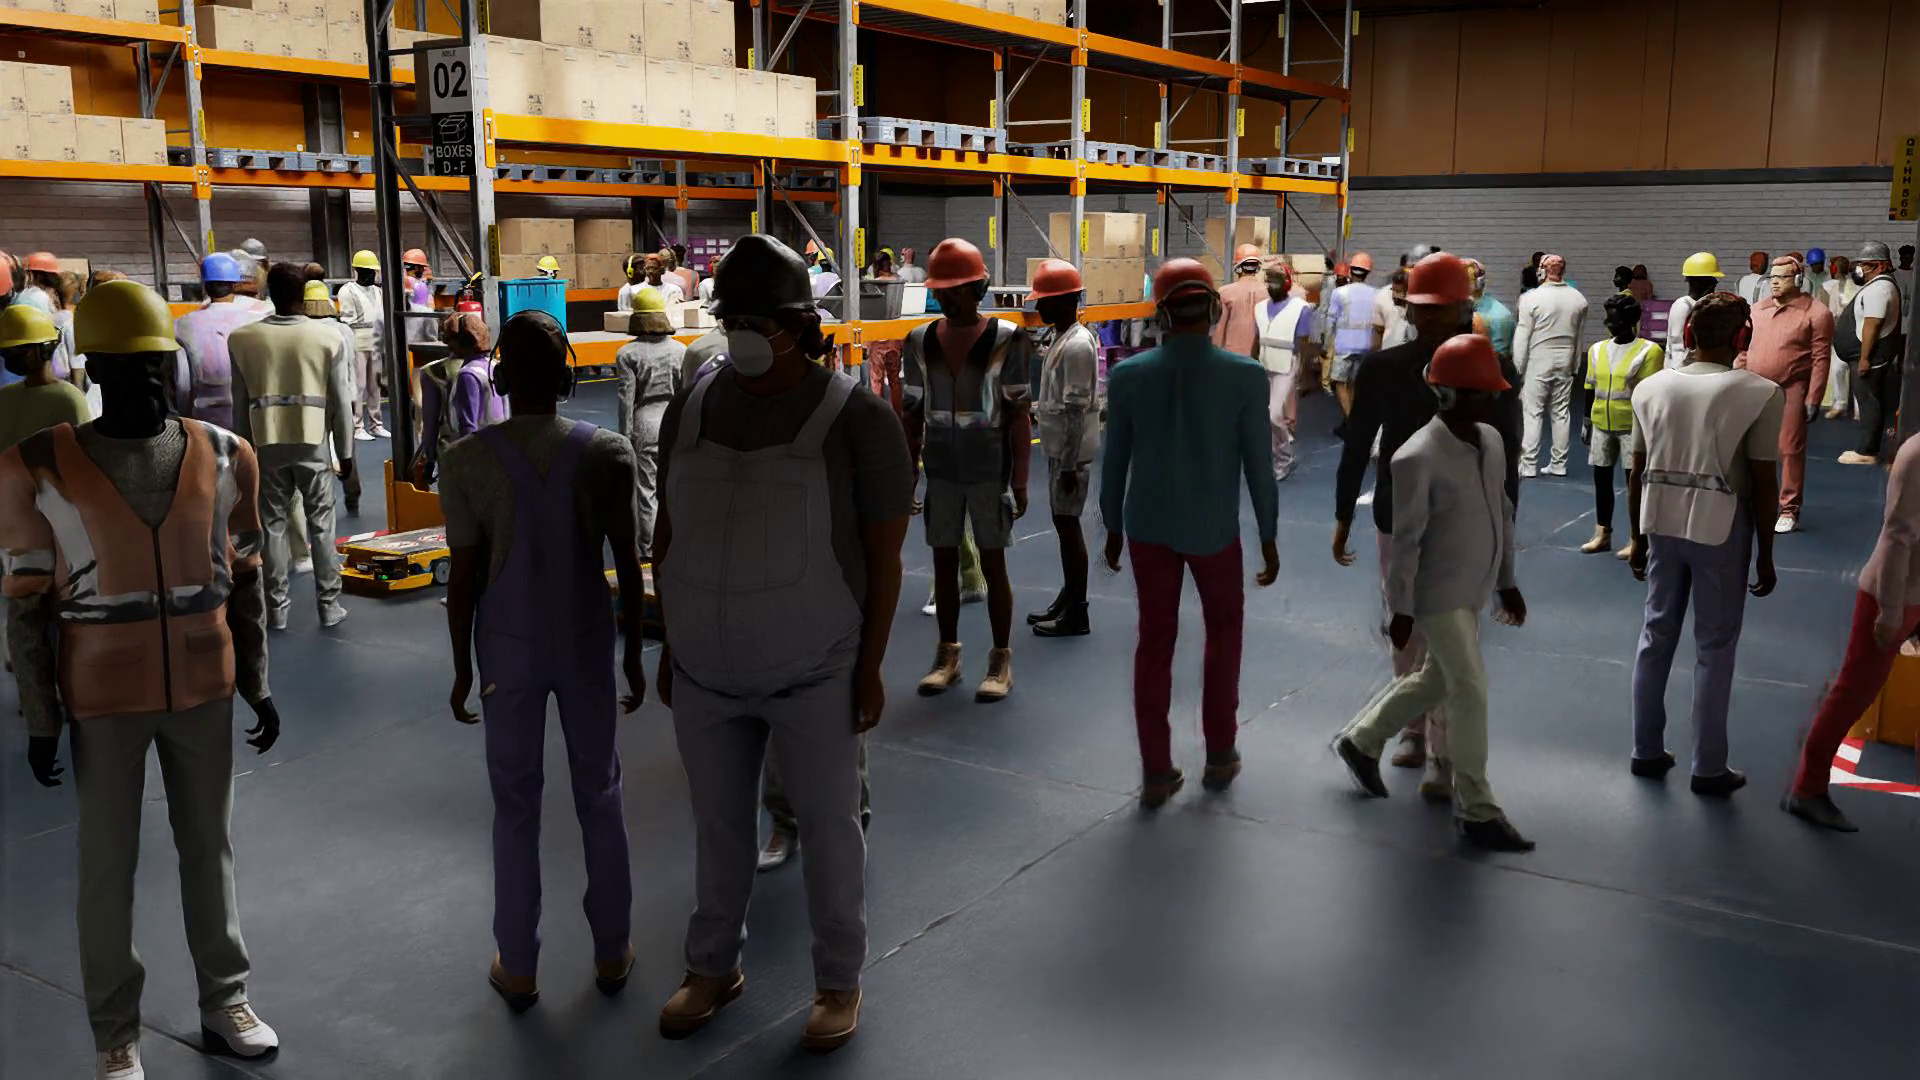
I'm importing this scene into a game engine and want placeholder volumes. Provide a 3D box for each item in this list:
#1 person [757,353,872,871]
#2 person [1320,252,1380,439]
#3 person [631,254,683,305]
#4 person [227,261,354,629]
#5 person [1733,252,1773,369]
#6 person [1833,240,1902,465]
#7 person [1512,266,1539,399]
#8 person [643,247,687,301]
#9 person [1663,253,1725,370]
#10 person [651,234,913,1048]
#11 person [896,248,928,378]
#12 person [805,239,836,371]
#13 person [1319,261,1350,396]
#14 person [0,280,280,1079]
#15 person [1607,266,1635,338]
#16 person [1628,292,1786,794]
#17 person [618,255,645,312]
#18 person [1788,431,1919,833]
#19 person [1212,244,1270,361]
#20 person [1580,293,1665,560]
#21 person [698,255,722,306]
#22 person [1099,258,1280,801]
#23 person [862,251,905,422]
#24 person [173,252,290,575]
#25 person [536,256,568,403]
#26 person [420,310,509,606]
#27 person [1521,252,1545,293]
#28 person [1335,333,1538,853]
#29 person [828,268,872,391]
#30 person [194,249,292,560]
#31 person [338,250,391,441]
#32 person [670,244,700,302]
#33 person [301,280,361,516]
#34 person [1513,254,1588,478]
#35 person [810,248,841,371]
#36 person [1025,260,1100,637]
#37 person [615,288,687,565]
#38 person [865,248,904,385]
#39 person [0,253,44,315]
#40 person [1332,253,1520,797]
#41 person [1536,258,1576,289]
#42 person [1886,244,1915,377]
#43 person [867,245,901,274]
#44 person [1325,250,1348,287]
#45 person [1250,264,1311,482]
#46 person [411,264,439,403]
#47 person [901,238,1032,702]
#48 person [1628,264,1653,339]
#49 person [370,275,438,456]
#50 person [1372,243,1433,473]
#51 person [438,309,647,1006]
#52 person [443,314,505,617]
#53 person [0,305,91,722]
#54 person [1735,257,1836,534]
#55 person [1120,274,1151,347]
[{"bbox_3d":[-0.501,0.216,5.297,0.490,1.732,0.320,1,10,6],"label":"person"},{"bbox_3d":[3.986,-1.956,16.868,0.559,1.904,0.660,-2,10,-11],"label":"person"},{"bbox_3d":[-3.114,-1.980,17.043,0.574,1.883,0.355,0,10,0],"label":"person"},{"bbox_3d":[-3.476,-0.486,8.694,0.588,1.912,0.381,-3,11,-15],"label":"person"},{"bbox_3d":[9.783,-2.607,20.526,0.352,1.880,0.582,-3,11,-16],"label":"person"},{"bbox_3d":[8.230,-1.713,15.120,0.536,2.000,0.683,7,12,32],"label":"person"},{"bbox_3d":[7.209,-2.618,21.099,0.556,1.681,0.392,-9,13,-39],"label":"person"},{"bbox_3d":[-3.325,-2.344,18.902,0.629,1.940,0.379,7,12,32],"label":"person"},{"bbox_3d":[5.443,-1.166,12.404,0.370,1.929,0.585,7,12,34],"label":"person"},{"bbox_3d":[-0.486,0.264,4.167,0.682,2.000,0.538,3,11,16],"label":"person"},{"bbox_3d":[-0.769,-3.330,24.449,0.406,1.911,0.637,9,14,42],"label":"person"},{"bbox_3d":[-1.820,-2.853,21.468,0.606,2.035,0.403,-8,13,-37],"label":"person"},{"bbox_3d":[4.950,-2.748,21.683,0.565,1.744,0.350,-3,11,-17],"label":"person"},{"bbox_3d":[-1.938,0.351,3.993,0.588,1.930,0.364,-9,14,-42],"label":"person"},{"bbox_3d":[8.303,-2.588,20.923,0.318,1.697,0.533,1,10,8],"label":"person"},{"bbox_3d":[2.712,0.014,6.129,0.394,1.836,0.560,-8,13,-36],"label":"person"},{"bbox_3d":[-3.360,-1.999,17.182,0.330,1.872,0.512,0,10,-1],"label":"person"},{"bbox_3d":[3.218,0.195,5.465,0.533,1.711,0.884,-6,12,-32],"label":"person"},{"bbox_3d":[2.557,-1.655,14.957,0.615,1.987,0.407,-2,10,-9],"label":"person"},{"bbox_3d":[4.220,-0.727,10.641,0.320,1.687,0.539,-7,13,-36],"label":"person"},{"bbox_3d":[-2.910,-2.462,19.828,0.379,1.837,0.571,5,11,24],"label":"person"},{"bbox_3d":[0.856,-0.047,6.135,0.694,1.948,0.747,4,11,21],"label":"person"},{"bbox_3d":[-0.795,-2.098,17.633,0.597,1.909,0.405,-9,14,-41],"label":"person"},{"bbox_3d":[-4.298,-0.713,9.836,0.605,1.949,0.383,-3,11,-14],"label":"person"},{"bbox_3d":[-5.119,-2.605,20.683,0.404,1.823,0.591,-9,13,-40],"label":"person"},{"bbox_3d":[-2.718,-0.440,9.184,0.523,1.638,0.311,-9,14,-41],"label":"person"},{"bbox_3d":[9.025,-3.587,26.062,0.506,1.841,0.346,8,13,39],"label":"person"},{"bbox_3d":[1.654,0.143,5.730,0.820,1.722,0.568,10,14,43],"label":"person"},{"bbox_3d":[-1.144,-2.180,18.088,0.598,1.908,0.402,-4,11,-22],"label":"person"},{"bbox_3d":[-4.339,-0.804,10.085,0.683,2.000,1.040,-3,11,-15],"label":"person"},{"bbox_3d":[-6.014,-1.968,16.880,0.391,1.919,0.589,4,11,22],"label":"person"},{"bbox_3d":[-3.916,-3.140,23.235,0.614,1.964,0.361,-6,12,-30],"label":"person"},{"bbox_3d":[-4.655,-1.025,12.168,0.485,1.734,0.351,-6,12,-32],"label":"person"},{"bbox_3d":[5.006,-1.478,14.221,0.644,1.900,0.399,-3,11,-16],"label":"person"},{"bbox_3d":[-1.678,-2.731,21.107,0.584,1.917,0.381,-2,11,-13],"label":"person"},{"bbox_3d":[0.518,-0.461,8.516,0.389,1.925,0.550,-1,10,-3],"label":"person"},{"bbox_3d":[-1.814,-0.616,9.873,0.492,1.740,0.324,-8,13,-36],"label":"person"},{"bbox_3d":[-1.066,-3.119,23.270,0.599,1.910,0.516,-5,11,-24],"label":"person"},{"bbox_3d":[-6.816,-1.093,12.003,0.629,1.931,0.377,3,11,16],"label":"person"},{"bbox_3d":[1.698,-0.060,6.153,0.640,1.962,0.816,5,12,27],"label":"person"},{"bbox_3d":[7.525,-2.708,21.238,0.593,1.819,0.526,2,10,10],"label":"person"},{"bbox_3d":[13.948,-3.394,24.683,0.598,1.958,0.375,1,10,7],"label":"person"},{"bbox_3d":[-1.247,-3.944,27.764,0.638,1.938,0.357,-6,12,-32],"label":"person"},{"bbox_3d":[5.721,-3.479,25.381,0.468,1.865,0.605,8,13,37],"label":"person"},{"bbox_3d":[2.633,-1.370,13.812,0.465,1.821,0.603,-7,12,-34],"label":"person"},{"bbox_3d":[-6.467,-2.454,20.054,0.582,1.737,0.373,9,14,42],"label":"person"},{"bbox_3d":[0.010,-0.300,7.334,0.612,2.030,0.403,4,11,21],"label":"person"},{"bbox_3d":[10.925,-3.628,26.864,0.506,1.631,0.277,9,13,40],"label":"person"},{"bbox_3d":[-5.103,-1.598,15.344,0.628,1.726,0.458,-3,11,-17],"label":"person"},{"bbox_3d":[3.854,-1.559,14.268,0.687,2.000,0.916,7,12,32],"label":"person"},{"bbox_3d":[-1.092,0.317,4.417,0.514,1.845,0.336,-4,11,-21],"label":"person"},{"bbox_3d":[-2.602,-0.403,9.001,0.324,1.631,0.524,-1,10,-5],"label":"person"},{"bbox_3d":[-3.844,-0.106,7.009,0.518,1.757,0.335,6,12,29],"label":"person"},{"bbox_3d":[5.670,-1.004,11.564,0.409,1.907,0.651,-7,12,-34],"label":"person"},{"bbox_3d":[2.398,-3.160,23.690,0.633,1.843,0.429,0,10,2],"label":"person"}]
